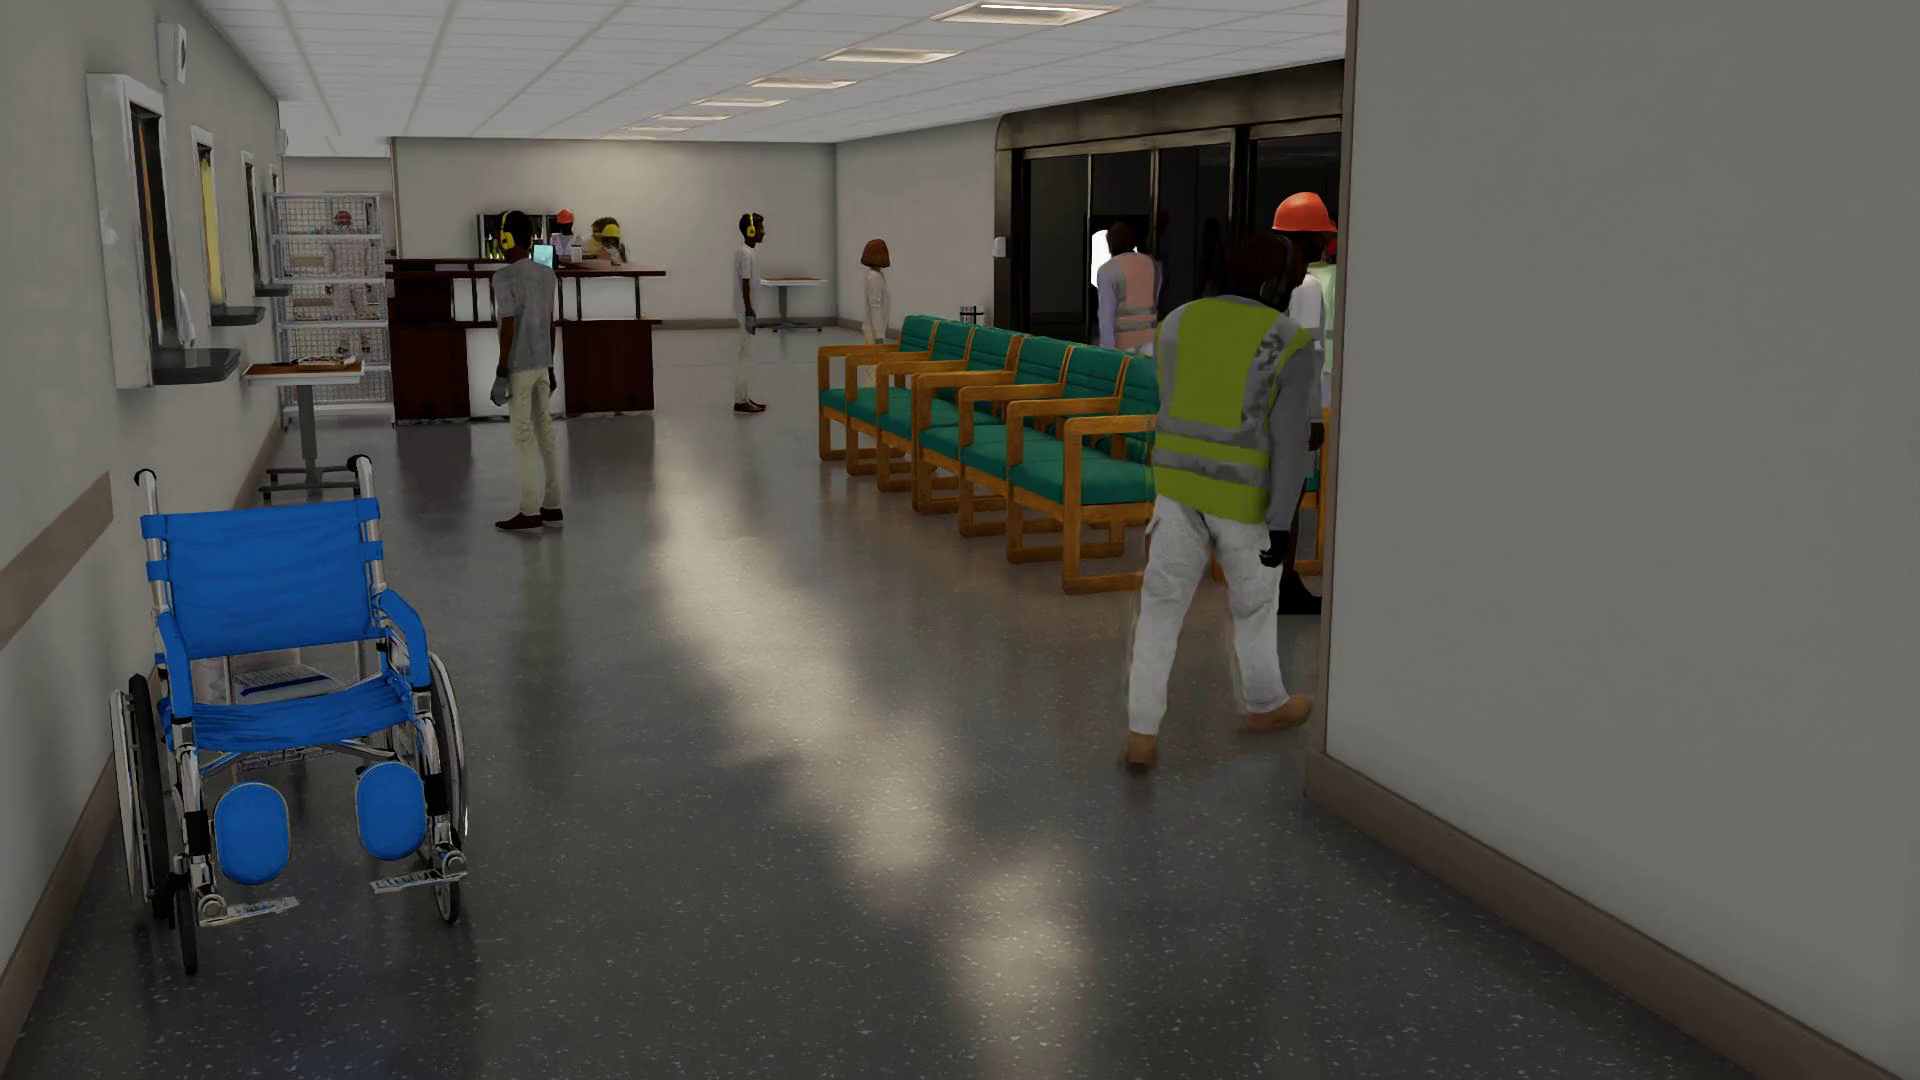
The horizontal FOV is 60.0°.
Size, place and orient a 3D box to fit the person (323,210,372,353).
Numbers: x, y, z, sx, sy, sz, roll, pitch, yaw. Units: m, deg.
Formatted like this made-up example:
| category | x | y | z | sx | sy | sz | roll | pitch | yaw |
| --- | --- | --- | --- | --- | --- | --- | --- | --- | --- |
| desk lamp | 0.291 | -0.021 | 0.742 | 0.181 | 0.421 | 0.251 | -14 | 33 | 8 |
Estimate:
| category | x | y | z | sx | sy | sz | roll | pitch | yaw |
| --- | --- | --- | --- | --- | --- | --- | --- | --- | --- |
| person | -8.255 | -3.475 | 22.424 | 0.651 | 1.904 | 0.403 | -9 | 14 | -39 |

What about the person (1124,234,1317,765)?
| category | x | y | z | sx | sy | sz | roll | pitch | yaw |
| --- | --- | --- | --- | --- | --- | --- | --- | --- | --- |
| person | 0.906 | -0.128 | 5.612 | 0.607 | 1.778 | 0.949 | 8 | 13 | 34 |

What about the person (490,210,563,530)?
| category | x | y | z | sx | sy | sz | roll | pitch | yaw |
| --- | --- | --- | --- | --- | --- | --- | --- | --- | --- |
| person | -2.559 | -0.985 | 9.760 | 0.329 | 1.865 | 0.508 | 5 | 12 | 23 |

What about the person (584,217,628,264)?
| category | x | y | z | sx | sy | sz | roll | pitch | yaw |
| --- | --- | --- | --- | --- | --- | --- | --- | --- | --- |
| person | -4.446 | -3.234 | 21.420 | 0.658 | 1.810 | 0.850 | 7 | 13 | 33 |

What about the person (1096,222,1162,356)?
| category | x | y | z | sx | sy | sz | roll | pitch | yaw |
| --- | --- | --- | --- | --- | --- | --- | --- | --- | --- |
| person | 1.293 | -1.522 | 12.732 | 0.620 | 1.798 | 0.955 | -6 | 13 | -29 |

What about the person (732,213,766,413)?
| category | x | y | z | sx | sy | sz | roll | pitch | yaw |
| --- | --- | --- | --- | --- | --- | --- | --- | --- | --- |
| person | -1.983 | -2.127 | 15.629 | 0.332 | 1.862 | 0.507 | -1 | 11 | -6 |

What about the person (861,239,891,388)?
| category | x | y | z | sx | sy | sz | roll | pitch | yaw |
| --- | --- | --- | --- | --- | --- | --- | --- | --- | --- |
| person | -0.720 | -1.800 | 14.525 | 0.280 | 1.636 | 0.504 | -1 | 11 | -5 |

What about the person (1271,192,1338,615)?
| category | x | y | z | sx | sy | sz | roll | pitch | yaw |
| --- | --- | --- | --- | --- | --- | --- | --- | --- | --- |
| person | 1.542 | -0.627 | 7.728 | 0.373 | 1.939 | 0.545 | -3 | 11 | -15 |

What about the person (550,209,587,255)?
| category | x | y | z | sx | sy | sz | roll | pitch | yaw |
| --- | --- | --- | --- | --- | --- | --- | --- | --- | --- |
| person | -5.497 | -3.665 | 23.346 | 0.545 | 1.929 | 0.390 | 2 | 11 | 11 |
